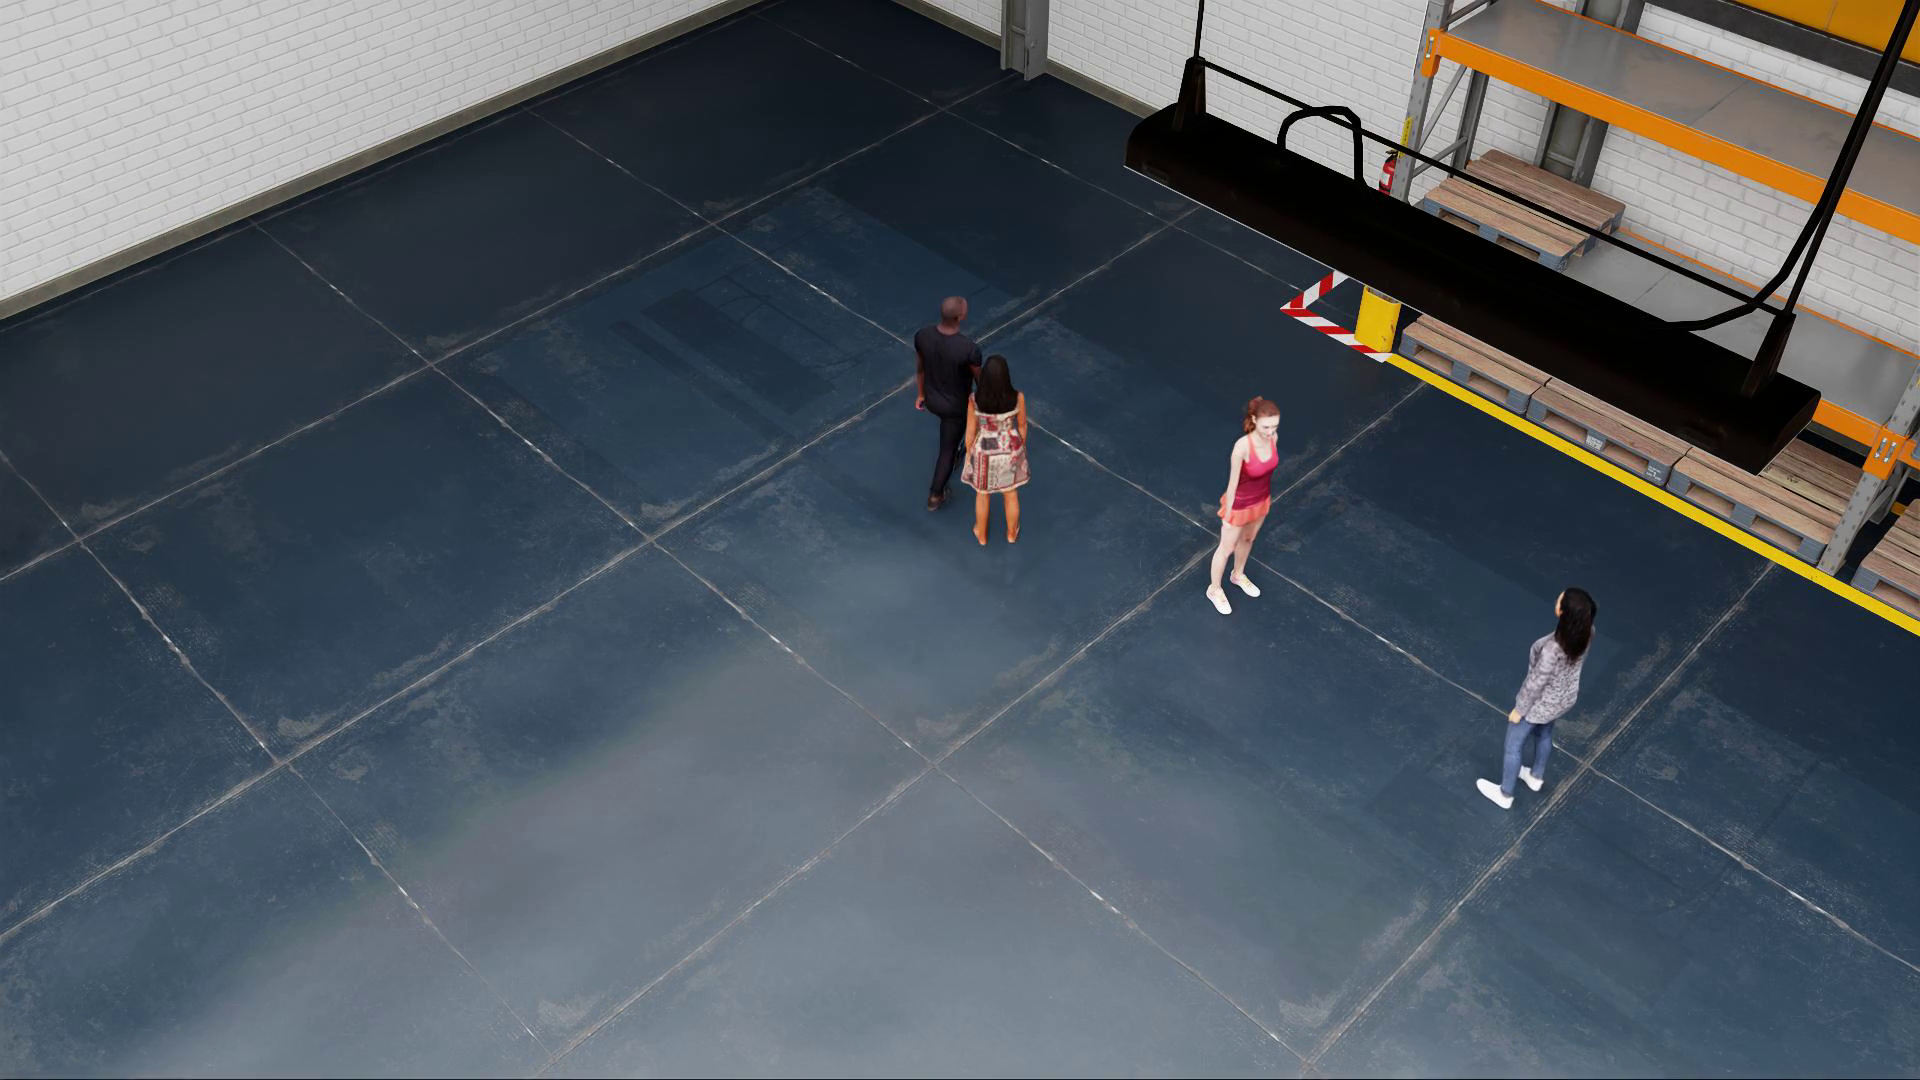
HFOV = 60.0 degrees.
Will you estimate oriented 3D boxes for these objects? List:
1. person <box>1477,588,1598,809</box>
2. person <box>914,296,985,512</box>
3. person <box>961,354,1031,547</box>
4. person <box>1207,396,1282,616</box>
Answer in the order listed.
[{"bbox_3d":[3.554,0.961,10.067,0.657,1.727,0.585,-26,49,-24],"label":"person"},{"bbox_3d":[-0.115,-0.930,12.003,0.966,1.793,0.840,24,48,23],"label":"person"},{"bbox_3d":[0.252,-0.633,11.800,0.721,1.644,0.756,-3,44,-4],"label":"person"},{"bbox_3d":[1.956,-0.261,11.335,0.597,1.747,0.573,-27,50,-25],"label":"person"}]
